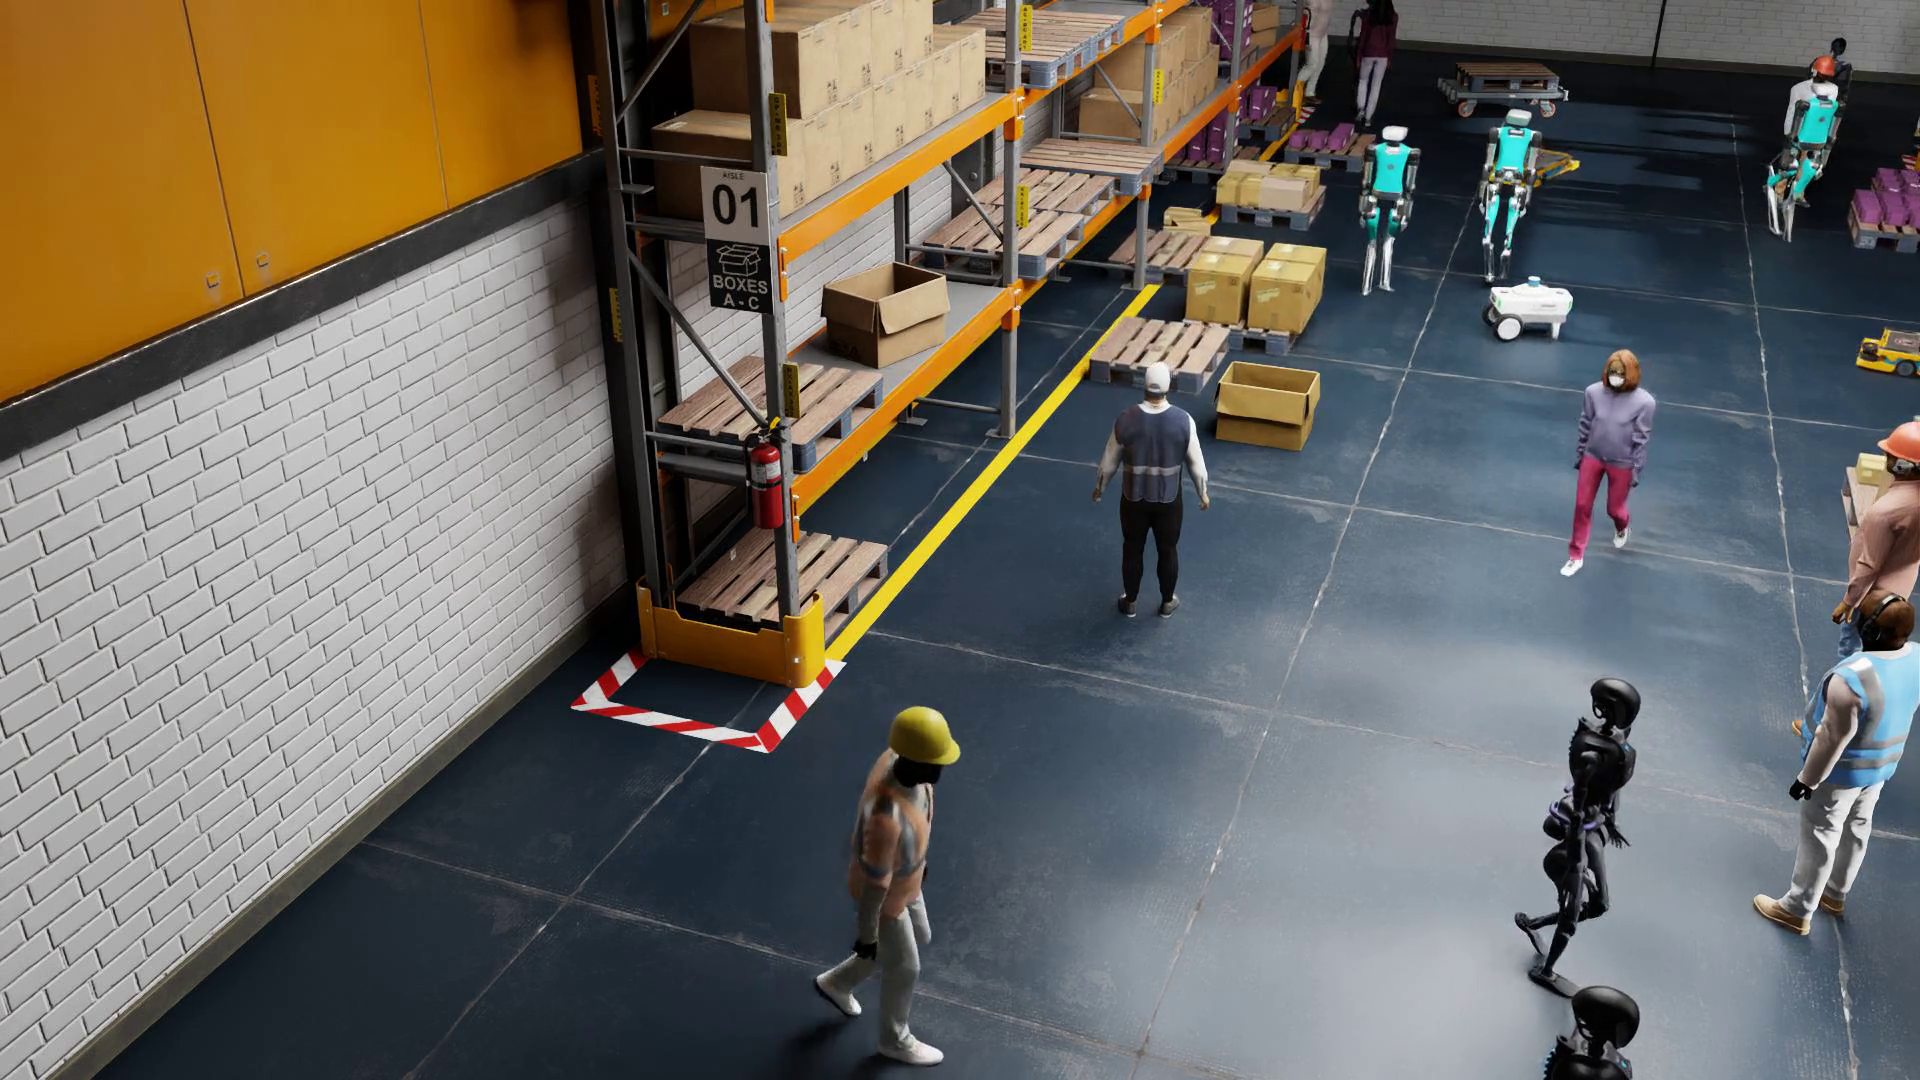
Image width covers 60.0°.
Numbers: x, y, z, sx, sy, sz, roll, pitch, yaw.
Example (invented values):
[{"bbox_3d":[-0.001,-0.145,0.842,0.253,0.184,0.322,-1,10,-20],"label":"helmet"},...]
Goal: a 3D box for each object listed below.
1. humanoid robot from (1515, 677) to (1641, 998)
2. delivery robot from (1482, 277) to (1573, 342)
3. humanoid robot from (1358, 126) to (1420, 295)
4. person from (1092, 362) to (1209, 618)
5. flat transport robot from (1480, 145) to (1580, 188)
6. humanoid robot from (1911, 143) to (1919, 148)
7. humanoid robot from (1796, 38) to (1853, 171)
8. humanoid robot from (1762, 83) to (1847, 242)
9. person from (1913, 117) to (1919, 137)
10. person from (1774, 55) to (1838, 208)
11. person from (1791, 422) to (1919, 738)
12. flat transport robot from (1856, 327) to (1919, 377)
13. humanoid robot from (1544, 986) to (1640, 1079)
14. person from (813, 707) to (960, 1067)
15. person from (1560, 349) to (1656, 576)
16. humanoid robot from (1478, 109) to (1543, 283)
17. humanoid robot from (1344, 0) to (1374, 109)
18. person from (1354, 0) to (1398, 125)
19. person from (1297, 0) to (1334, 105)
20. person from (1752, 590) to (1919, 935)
[{"bbox_3d":[2.816,1.337,7.616,0.418,1.640,0.602,21,34,34],"label":"humanoid robot"},{"bbox_3d":[5.331,-2.175,15.673,0.780,0.608,0.505,1,27,2],"label":"delivery robot"},{"bbox_3d":[4.225,-3.262,16.506,0.530,1.796,0.792,8,28,15],"label":"humanoid robot"},{"bbox_3d":[1.227,-0.308,10.720,0.762,1.758,0.445,4,27,7],"label":"person"},{"bbox_3d":[7.136,-4.659,20.787,0.659,0.231,1.431,22,35,36],"label":"flat transport robot"},{"bbox_3d":[12.915,-5.744,21.306,1.014,1.745,0.531,23,35,37],"label":"humanoid robot"},{"bbox_3d":[10.831,-5.485,20.902,0.590,1.626,0.776,23,35,37],"label":"humanoid robot"},{"bbox_3d":[9.130,-4.113,18.204,0.540,1.852,0.746,-1,27,-2],"label":"humanoid robot"},{"bbox_3d":[13.236,-6.304,22.280,0.617,1.836,0.432,16,31,27],"label":"person"},{"bbox_3d":[9.849,-4.748,19.341,0.560,1.750,0.326,-3,27,-6],"label":"person"},{"bbox_3d":[5.152,0.263,9.358,0.610,1.996,0.377,-18,33,-32],"label":"person"},{"bbox_3d":[8.839,-1.596,14.847,1.431,0.231,0.659,16,31,28],"label":"flat transport robot"},{"bbox_3d":[2.108,2.206,5.937,0.470,1.650,0.601,7,28,14],"label":"humanoid robot"},{"bbox_3d":[-0.305,1.480,7.108,0.638,1.890,0.601,5,28,9],"label":"person"},{"bbox_3d":[4.444,-0.555,11.352,0.511,1.613,0.628,21,34,35],"label":"person"},{"bbox_3d":[5.468,-3.359,16.691,0.541,1.799,0.837,8,28,14],"label":"humanoid robot"},{"bbox_3d":[5.860,-7.054,23.957,0.590,1.661,0.656,2,27,4],"label":"humanoid robot"},{"bbox_3d":[5.732,-6.697,22.931,0.499,1.931,0.450,7,28,14],"label":"person"},{"bbox_3d":[5.123,-7.256,24.054,0.541,1.917,0.636,20,33,33],"label":"person"},{"bbox_3d":[4.231,1.065,7.969,0.621,1.844,0.429,-14,30,-25],"label":"person"}]
